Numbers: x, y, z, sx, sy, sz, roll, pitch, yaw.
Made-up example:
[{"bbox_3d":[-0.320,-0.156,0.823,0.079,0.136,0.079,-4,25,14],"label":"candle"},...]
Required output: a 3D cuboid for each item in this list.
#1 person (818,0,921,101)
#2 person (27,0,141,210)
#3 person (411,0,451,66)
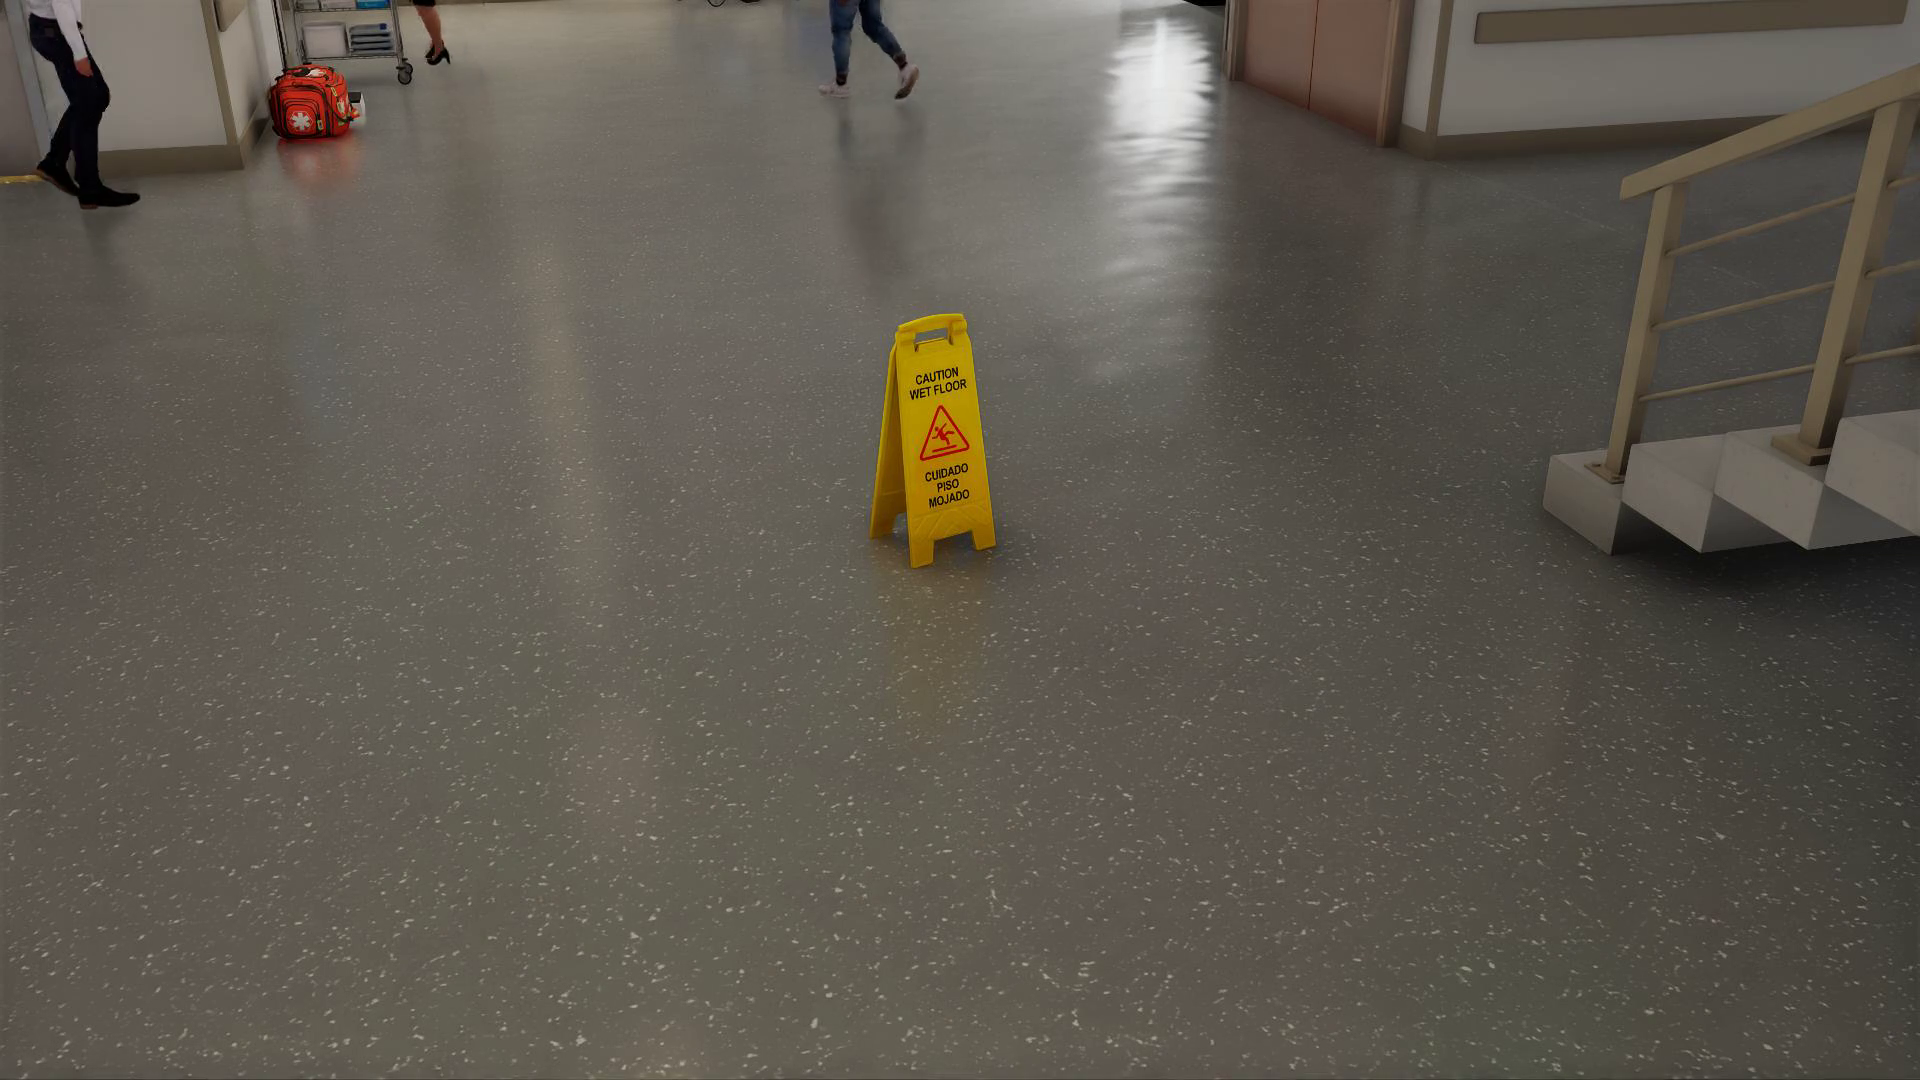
[{"bbox_3d":[-0.660,-4.055,11.937,1.206,1.790,1.087,18,31,32],"label":"person"},{"bbox_3d":[-5.022,-2.725,9.109,0.835,1.851,0.785,-19,32,-34],"label":"person"},{"bbox_3d":[-4.282,-4.612,13.257,0.930,1.646,0.846,14,29,26],"label":"person"}]
